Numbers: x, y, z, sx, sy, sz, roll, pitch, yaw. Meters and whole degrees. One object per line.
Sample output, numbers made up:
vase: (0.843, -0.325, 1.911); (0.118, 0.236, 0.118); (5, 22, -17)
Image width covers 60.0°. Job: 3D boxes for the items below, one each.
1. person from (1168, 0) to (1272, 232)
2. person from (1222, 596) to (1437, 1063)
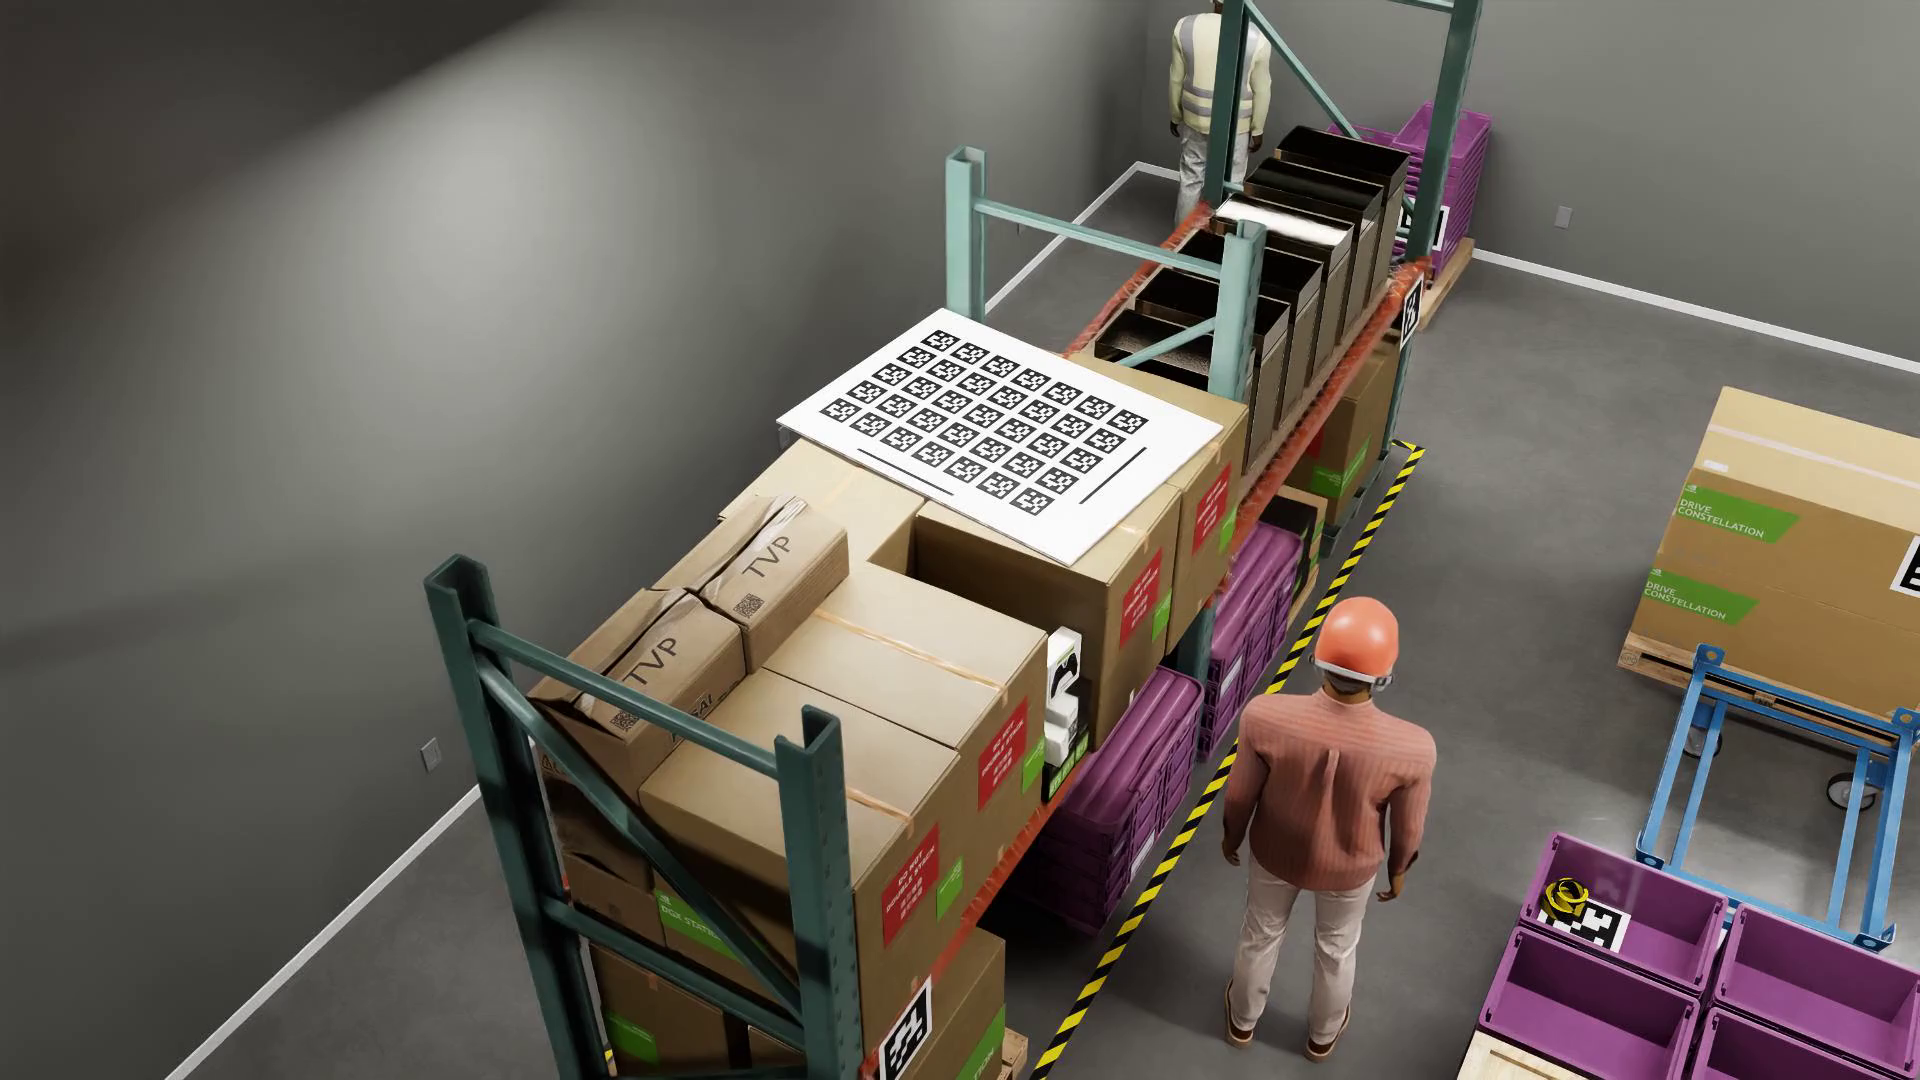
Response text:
person: (1.489, -2.441, 9.595); (0.588, 1.823, 0.403); (15, 42, 18)
person: (1.158, 0.976, 5.391); (0.622, 1.990, 0.397); (10, 41, 12)
